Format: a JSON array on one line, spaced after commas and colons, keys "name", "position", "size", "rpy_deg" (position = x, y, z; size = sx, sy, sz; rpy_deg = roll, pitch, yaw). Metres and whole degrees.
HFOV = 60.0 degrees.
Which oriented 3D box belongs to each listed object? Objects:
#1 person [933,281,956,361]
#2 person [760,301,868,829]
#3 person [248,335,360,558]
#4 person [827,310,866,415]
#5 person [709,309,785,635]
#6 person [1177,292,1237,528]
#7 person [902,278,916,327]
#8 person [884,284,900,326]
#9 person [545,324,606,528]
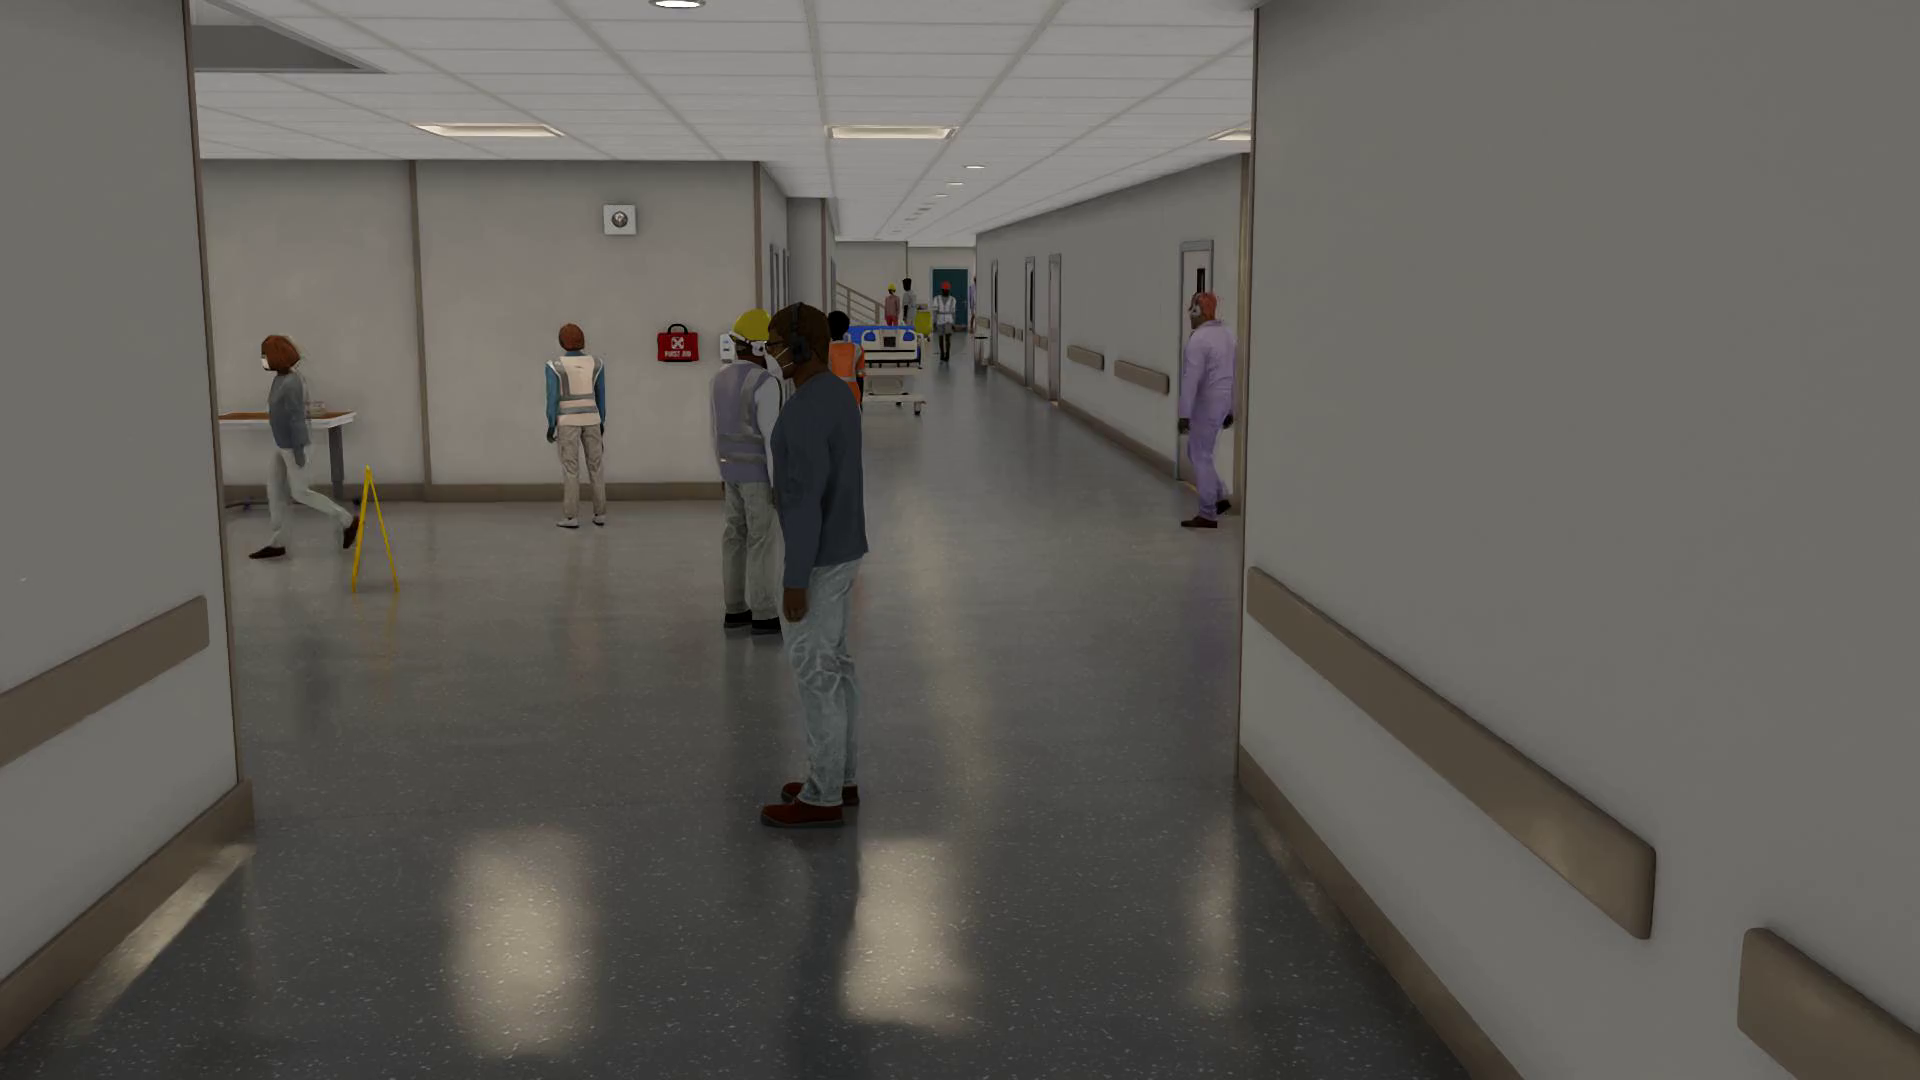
[{"name": "person", "position": [-0.365, -5.191, 39.456], "size": [0.540, 1.897, 1.001], "rpy_deg": [0, 9, 1]}, {"name": "person", "position": [-0.535, 0.093, 6.139], "size": [0.384, 1.930, 0.634], "rpy_deg": [1, 9, 6]}, {"name": "person", "position": [-4.740, -0.670, 11.946], "size": [0.708, 1.605, 0.501], "rpy_deg": [-6, 11, -34]}, {"name": "person", "position": [-1.120, -1.263, 15.356], "size": [0.535, 1.700, 0.318], "rpy_deg": [-4, 10, -26]}, {"name": "person", "position": [-1.163, -0.384, 9.420], "size": [0.404, 1.829, 0.600], "rpy_deg": [-8, 12, -41]}, {"name": "person", "position": [1.959, -1.040, 13.373], "size": [0.451, 1.881, 0.759], "rpy_deg": [6, 11, 34]}, {"name": "person", "position": [-1.338, -5.850, 43.365], "size": [0.385, 1.955, 0.608], "rpy_deg": [3, 10, 19]}, {"name": "person", "position": [-1.923, -6.333, 46.966], "size": [0.526, 1.772, 0.307], "rpy_deg": [6, 11, 33]}, {"name": "person", "position": [-3.071, -0.911, 13.336], "size": [0.515, 1.639, 0.314], "rpy_deg": [-7, 11, -36]}]
